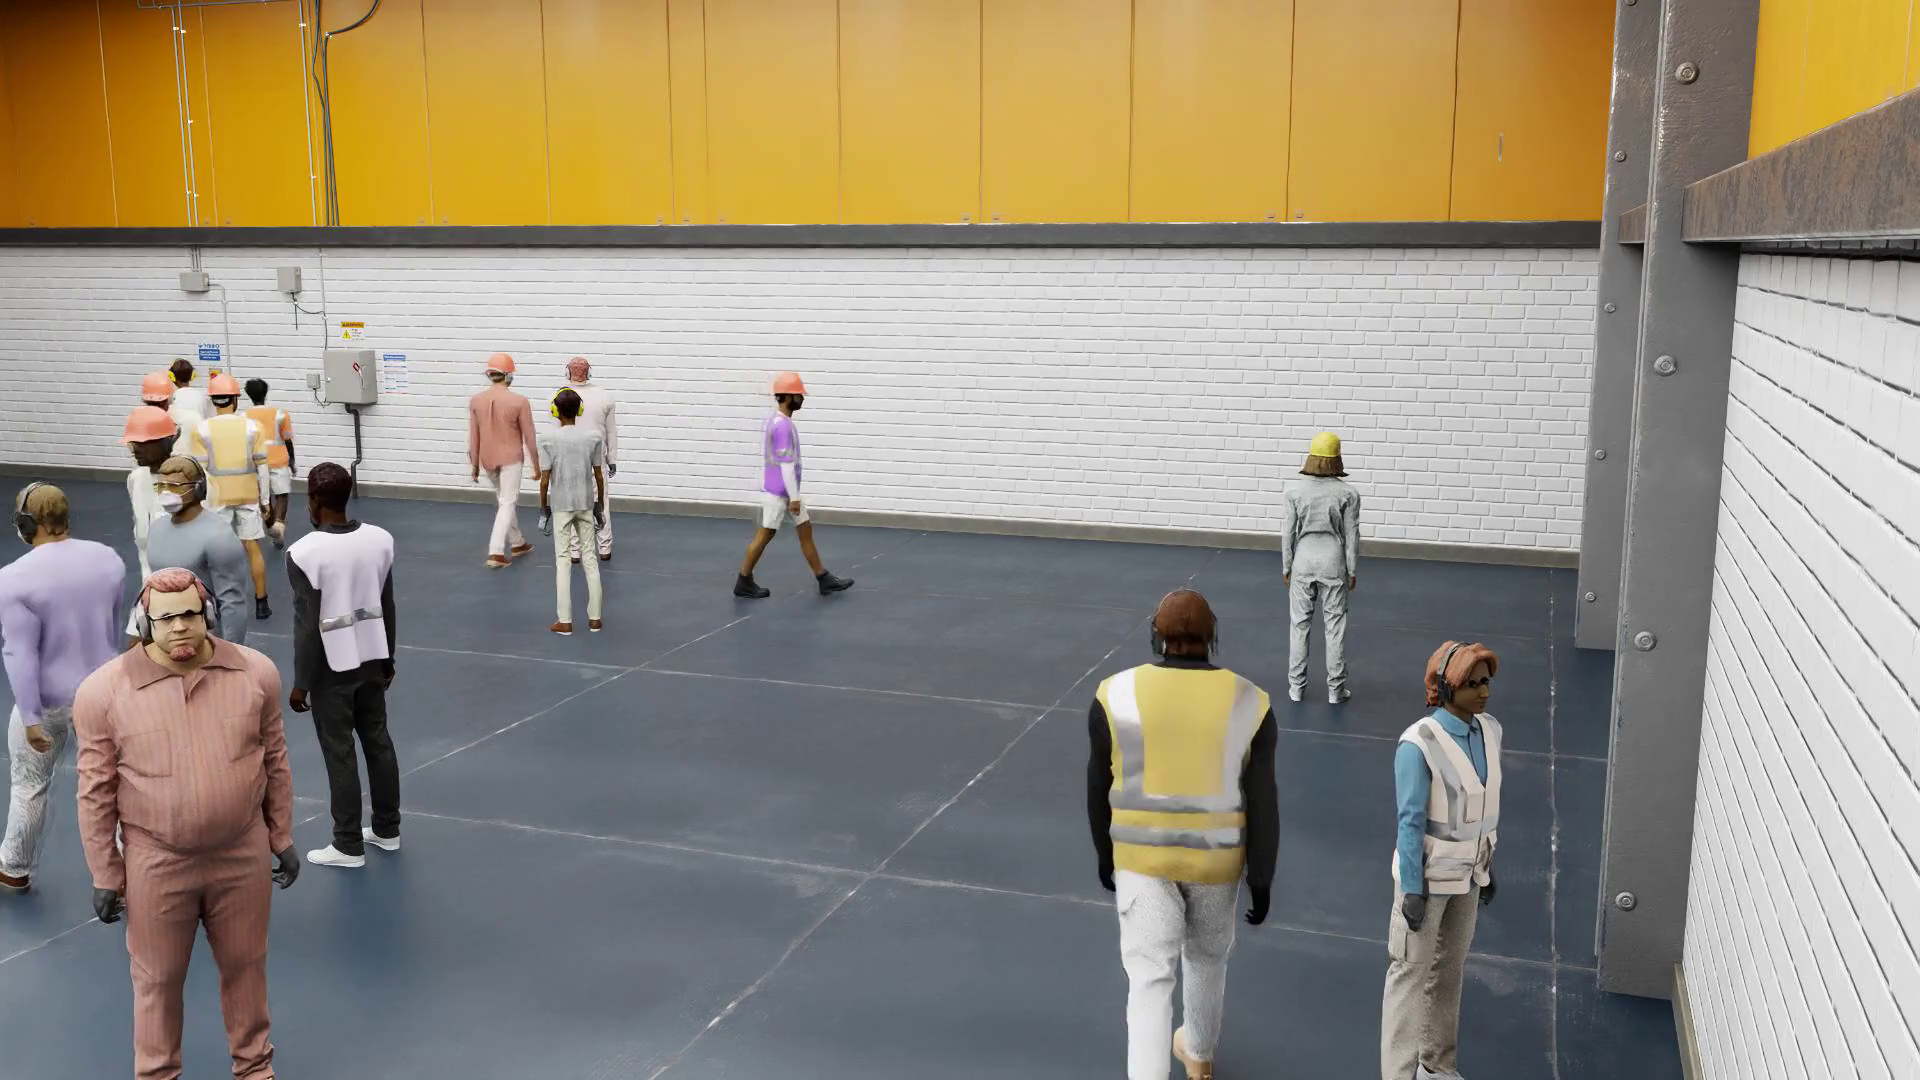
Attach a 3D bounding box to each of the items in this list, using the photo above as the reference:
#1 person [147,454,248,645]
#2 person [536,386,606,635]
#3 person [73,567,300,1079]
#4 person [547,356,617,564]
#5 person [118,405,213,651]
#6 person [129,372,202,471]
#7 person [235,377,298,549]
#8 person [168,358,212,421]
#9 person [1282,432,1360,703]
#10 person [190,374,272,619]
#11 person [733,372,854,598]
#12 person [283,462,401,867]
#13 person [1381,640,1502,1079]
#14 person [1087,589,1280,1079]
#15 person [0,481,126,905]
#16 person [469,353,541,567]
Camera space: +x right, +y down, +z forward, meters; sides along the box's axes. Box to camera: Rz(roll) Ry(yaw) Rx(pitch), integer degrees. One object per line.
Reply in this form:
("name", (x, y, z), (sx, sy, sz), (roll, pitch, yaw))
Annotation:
("person", (-3.681, 0.550, 8.008), (0.635, 1.939, 0.361), (6, 12, 31))
("person", (-2.925, -0.221, 12.532), (0.513, 1.876, 0.328), (-5, 11, -28))
("person", (-2.487, 1.026, 5.420), (0.654, 1.906, 0.408), (-8, 13, -37))
("person", (-3.492, -0.739, 15.362), (0.652, 1.906, 0.403), (-5, 11, -26))
("person", (-4.514, 0.243, 9.494), (0.617, 2.027, 0.432), (4, 11, 20))
("person", (-6.325, -0.378, 13.316), (0.631, 1.923, 0.929), (0, 10, 0))
("person", (-6.604, -0.709, 15.841), (0.546, 1.668, 0.655), (-4, 11, -22))
("person", (-7.403, -0.820, 15.981), (0.727, 1.852, 0.545), (9, 14, 42))
("person", (2.309, 0.176, 10.668), (0.489, 1.743, 0.322), (4, 11, 20))
("person", (-5.669, -0.323, 12.949), (0.556, 1.933, 0.373), (-6, 12, -30))
("person", (-1.420, -0.441, 13.743), (1.019, 1.883, 0.564), (-1, 10, -4))
("person", (-2.895, 0.587, 7.858), (0.375, 1.917, 0.598), (5, 11, 26))
("person", (1.617, 1.135, 5.553), (0.515, 1.642, 0.314), (-8, 13, -39))
("person", (0.733, 1.075, 5.483), (0.627, 1.800, 0.920), (1, 10, 4))
("person", (-4.033, 0.680, 7.398), (0.975, 1.894, 0.638), (5, 11, 27))
("person", (-4.181, -0.744, 15.299), (0.636, 1.945, 0.999), (3, 11, 18))
